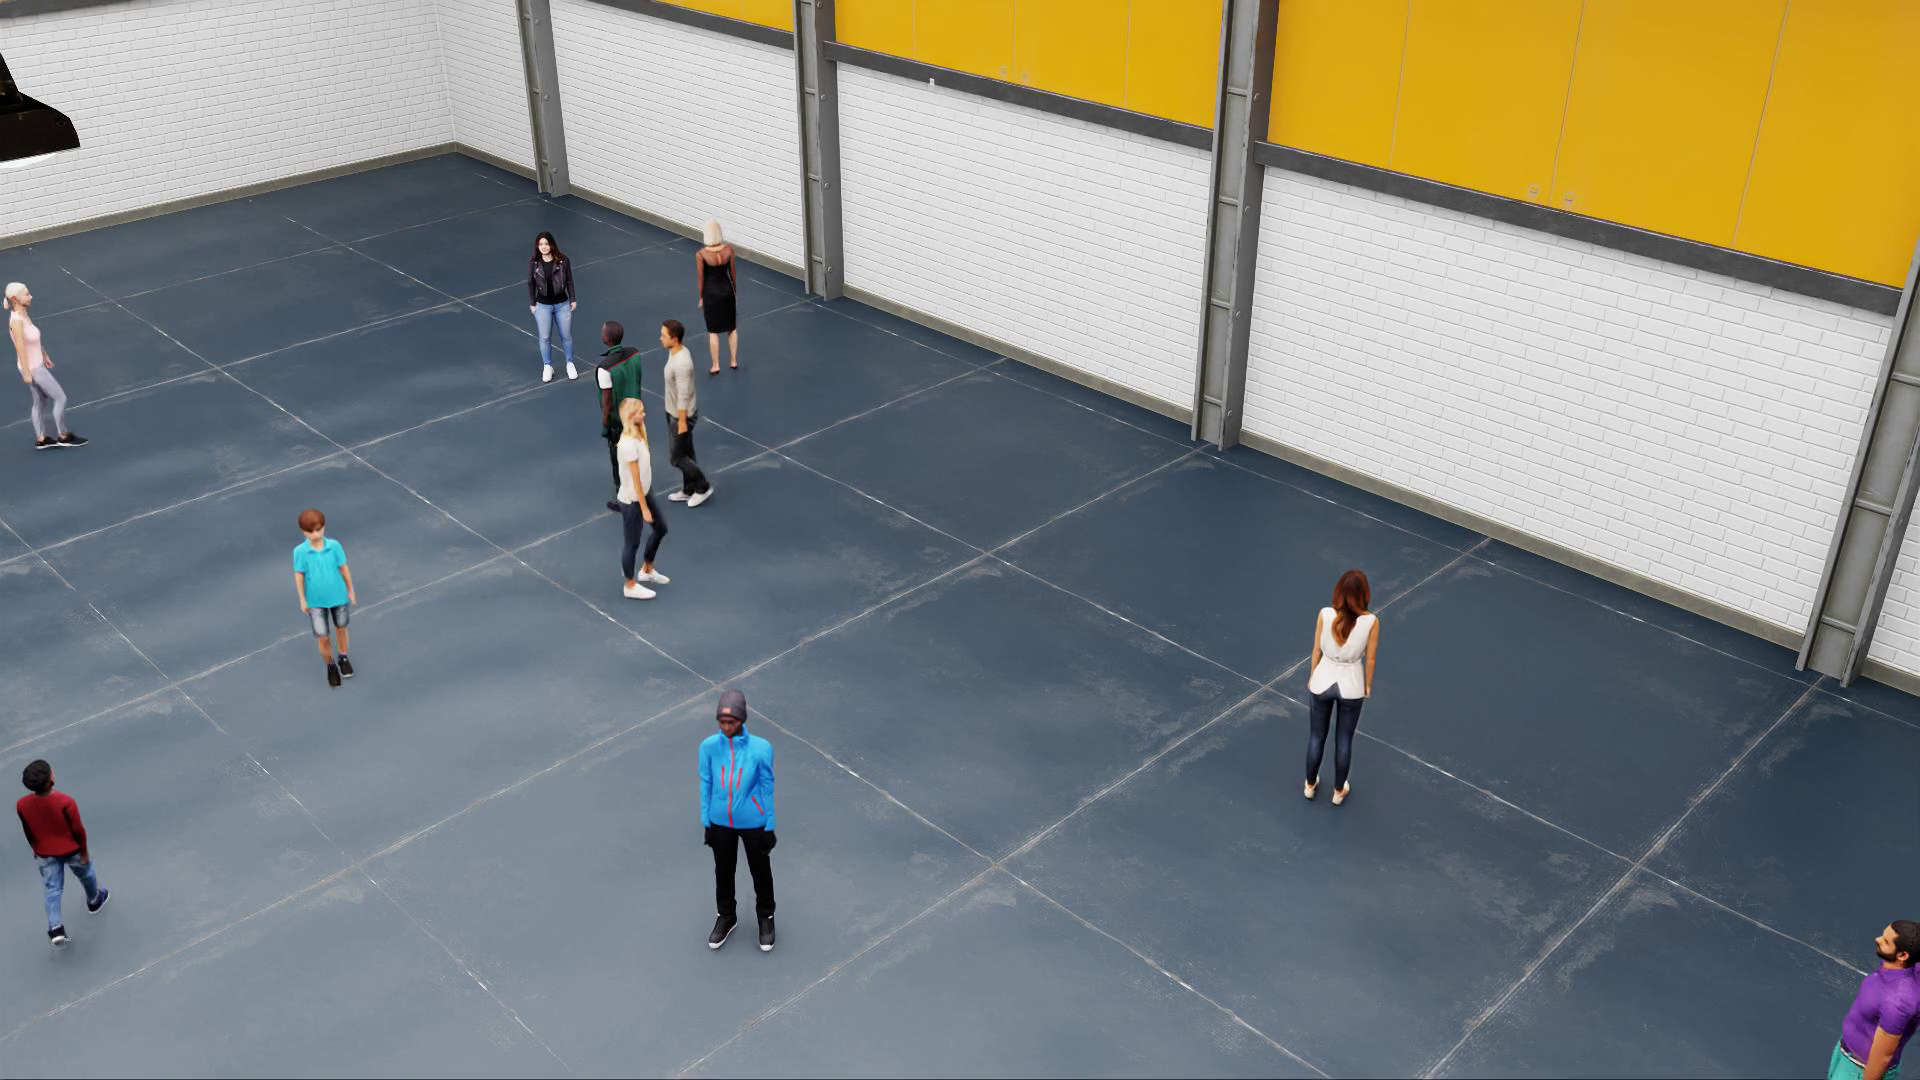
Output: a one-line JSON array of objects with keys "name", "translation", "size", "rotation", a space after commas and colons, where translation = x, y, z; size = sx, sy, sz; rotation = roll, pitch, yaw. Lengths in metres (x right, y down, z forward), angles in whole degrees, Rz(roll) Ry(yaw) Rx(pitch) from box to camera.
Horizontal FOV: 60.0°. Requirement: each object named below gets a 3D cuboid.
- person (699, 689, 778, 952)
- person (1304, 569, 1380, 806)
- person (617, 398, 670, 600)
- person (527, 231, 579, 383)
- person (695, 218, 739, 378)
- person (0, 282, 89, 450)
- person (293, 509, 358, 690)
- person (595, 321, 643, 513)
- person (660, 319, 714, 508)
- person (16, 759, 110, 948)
[{"name": "person", "translation": [-1.322, 1.672, 10.001], "size": [0.680, 1.793, 0.753], "rotation": [2, 29, 3]}, {"name": "person", "translation": [2.551, 1.002, 11.240], "size": [0.606, 1.784, 0.714], "rotation": [8, 30, 14]}, {"name": "person", "translation": [-2.754, -0.322, 13.653], "size": [0.797, 1.797, 0.743], "rotation": [2, 29, 4]}, {"name": "person", "translation": [-4.372, -2.518, 17.849], "size": [0.734, 1.634, 0.742], "rotation": [-7, 29, -12]}, {"name": "person", "translation": [-2.597, -2.613, 17.904], "size": [0.647, 1.748, 0.611], "rotation": [-13, 31, -23]}, {"name": "person", "translation": [-9.116, -1.668, 16.209], "size": [0.773, 1.713, 0.746], "rotation": [-10, 30, -18]}, {"name": "person", "translation": [-4.863, 0.390, 12.717], "size": [0.602, 1.443, 0.653], "rotation": [-16, 33, -27]}, {"name": "person", "translation": [-3.051, -1.118, 15.068], "size": [0.714, 1.840, 0.752], "rotation": [14, 32, 24]}, {"name": "person", "translation": [-2.512, -1.168, 15.194], "size": [0.847, 1.806, 0.762], "rotation": [-7, 29, -13]}, {"name": "person", "translation": [-5.517, 1.909, 10.144], "size": [0.772, 1.240, 0.911], "rotation": [-6, 29, -11]}]
